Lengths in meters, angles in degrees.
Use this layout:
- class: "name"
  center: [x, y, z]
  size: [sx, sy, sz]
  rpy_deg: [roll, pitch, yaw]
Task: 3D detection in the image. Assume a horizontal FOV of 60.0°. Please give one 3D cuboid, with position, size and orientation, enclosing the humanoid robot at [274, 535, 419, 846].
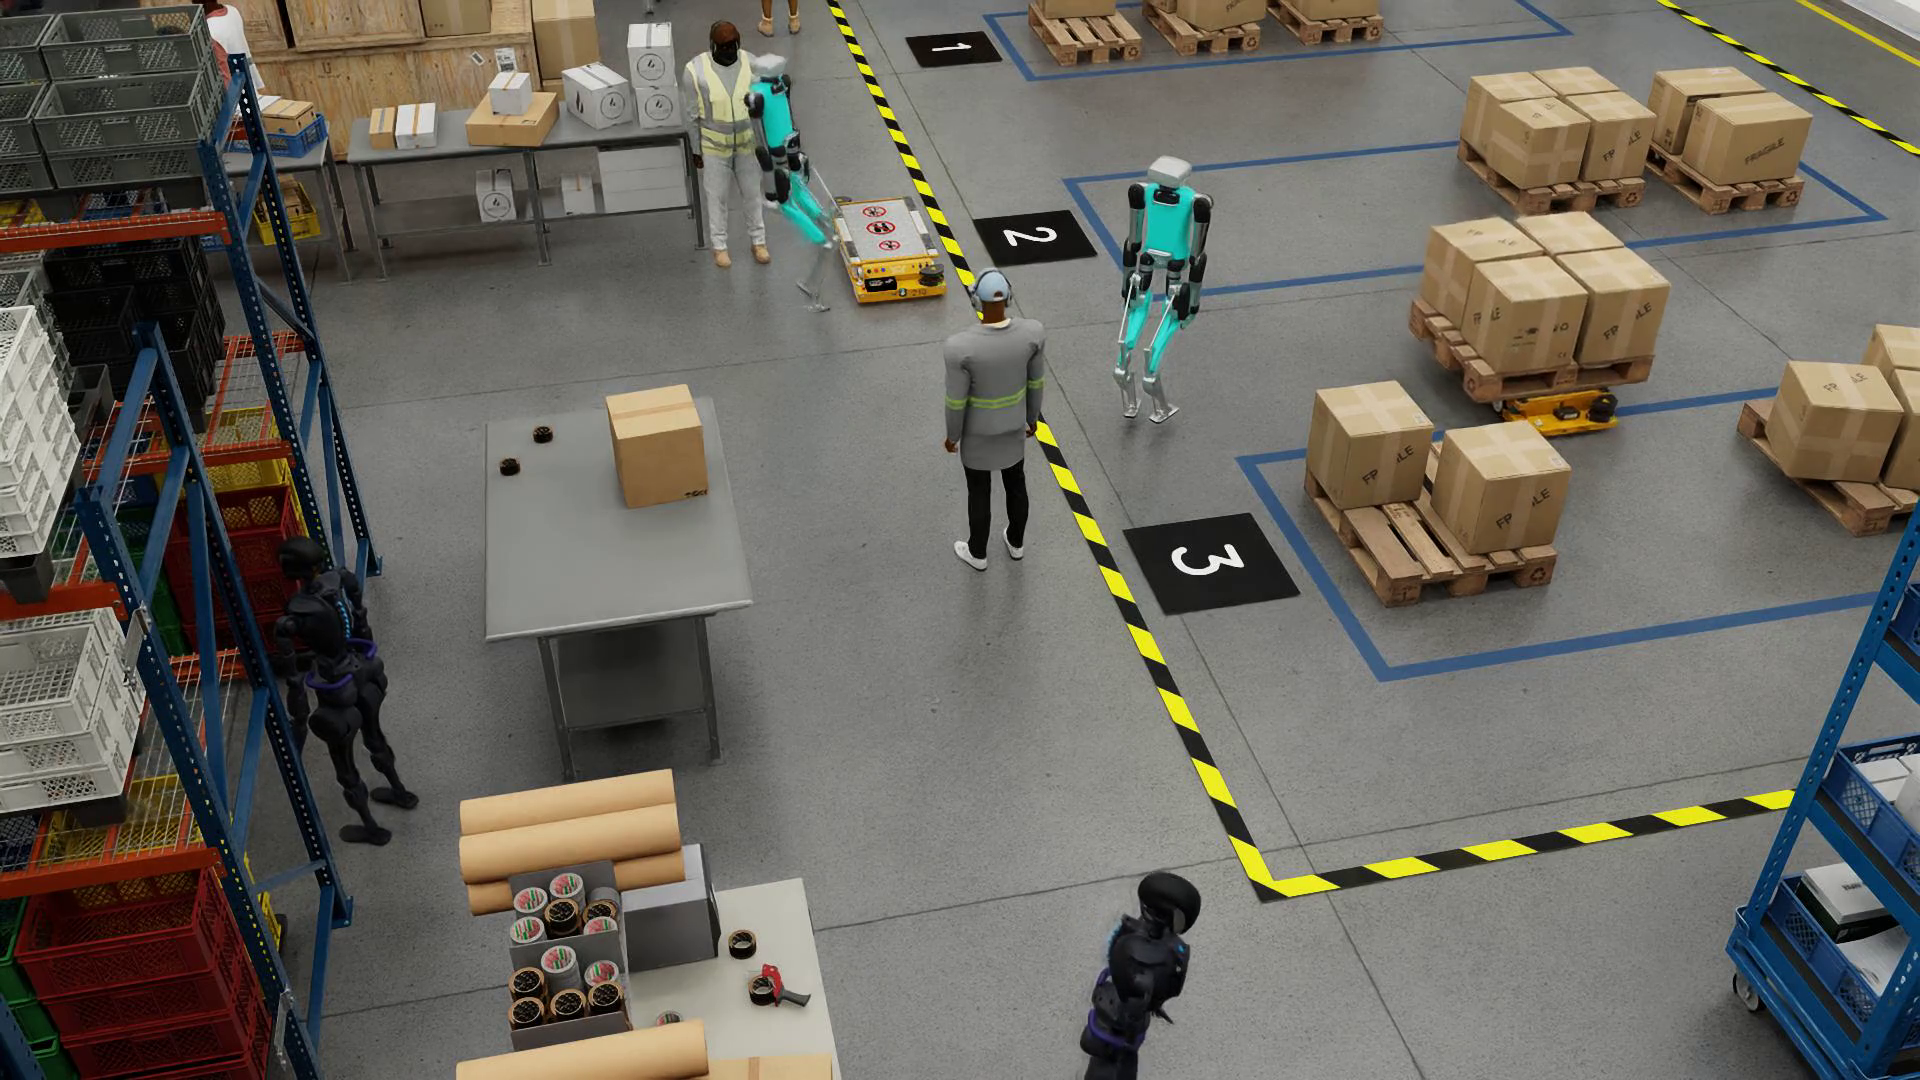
- class: "humanoid robot"
  center: [-2.789, 0.671, 7.469]
  size: [0.322, 1.654, 0.596]
  rpy_deg: [11, 38, 14]

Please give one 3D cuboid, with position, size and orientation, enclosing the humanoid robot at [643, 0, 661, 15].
- class: "humanoid robot"
  center: [-3.153, -6.138, 16.661]
  size: [0.555, 1.893, 0.778]
  rpy_deg: [-3, 37, -4]

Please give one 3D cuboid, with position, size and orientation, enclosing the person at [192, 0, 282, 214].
- class: "person"
  center: [-5.525, -3.400, 12.743]
  size: [0.376, 1.915, 0.591]
  rpy_deg: [-3, 37, -4]

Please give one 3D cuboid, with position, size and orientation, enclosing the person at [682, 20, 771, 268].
- class: "person"
  center: [-1.660, -2.877, 12.112]
  size: [0.622, 1.837, 0.429]
  rpy_deg: [-11, 38, -14]

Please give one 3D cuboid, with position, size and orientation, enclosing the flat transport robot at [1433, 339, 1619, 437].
- class: "flat transport robot"
  center: [3.734, -1.159, 11.089]
  size: [0.652, 0.197, 1.431]
  rpy_deg: [-8, 37, -10]

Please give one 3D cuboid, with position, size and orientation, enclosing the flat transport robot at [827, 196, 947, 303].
- class: "flat transport robot"
  center: [-0.570, -2.220, 12.538]
  size: [0.659, 0.231, 1.431]
  rpy_deg: [-8, 37, -10]

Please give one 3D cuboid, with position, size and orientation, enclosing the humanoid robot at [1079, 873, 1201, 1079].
- class: "humanoid robot"
  center: [0.619, 1.797, 5.986]
  size: [0.709, 1.627, 0.599]
  rpy_deg: [9, 38, 12]

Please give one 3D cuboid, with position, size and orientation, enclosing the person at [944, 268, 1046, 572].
- class: "person"
  center: [0.172, -0.655, 9.109]
  size: [0.588, 1.851, 0.386]
  rpy_deg: [-14, 39, -18]

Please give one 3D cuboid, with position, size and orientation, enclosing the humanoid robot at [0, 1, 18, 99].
- class: "humanoid robot"
  center: [-8.115, -4.145, 13.886]
  size: [0.540, 1.734, 0.978]
  rpy_deg: [-9, 38, -12]

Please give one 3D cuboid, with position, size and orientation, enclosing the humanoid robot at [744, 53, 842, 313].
- class: "humanoid robot"
  center: [-1.059, -2.470, 11.647]
  size: [0.817, 1.783, 0.603]
  rpy_deg: [12, 38, 16]

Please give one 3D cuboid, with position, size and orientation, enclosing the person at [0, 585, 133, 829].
- class: "person"
  center: [-4.378, 0.512, 7.412]
  size: [0.964, 2.011, 0.602]
  rpy_deg: [-2, 37, -2]

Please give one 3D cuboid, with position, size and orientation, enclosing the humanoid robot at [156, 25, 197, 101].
- class: "humanoid robot"
  center: [-5.722, -3.036, 12.457]
  size: [0.550, 1.639, 0.589]
  rpy_deg: [-10, 38, -13]

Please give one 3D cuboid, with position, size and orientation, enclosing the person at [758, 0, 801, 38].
- class: "person"
  center: [-1.802, -5.868, 15.953]
  size: [0.606, 2.047, 0.365]
  rpy_deg: [-10, 38, -13]

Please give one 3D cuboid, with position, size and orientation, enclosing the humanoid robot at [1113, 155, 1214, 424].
- class: "humanoid robot"
  center: [1.152, -1.446, 10.154]
  size: [0.533, 1.677, 0.735]
  rpy_deg: [18, 40, 22]
